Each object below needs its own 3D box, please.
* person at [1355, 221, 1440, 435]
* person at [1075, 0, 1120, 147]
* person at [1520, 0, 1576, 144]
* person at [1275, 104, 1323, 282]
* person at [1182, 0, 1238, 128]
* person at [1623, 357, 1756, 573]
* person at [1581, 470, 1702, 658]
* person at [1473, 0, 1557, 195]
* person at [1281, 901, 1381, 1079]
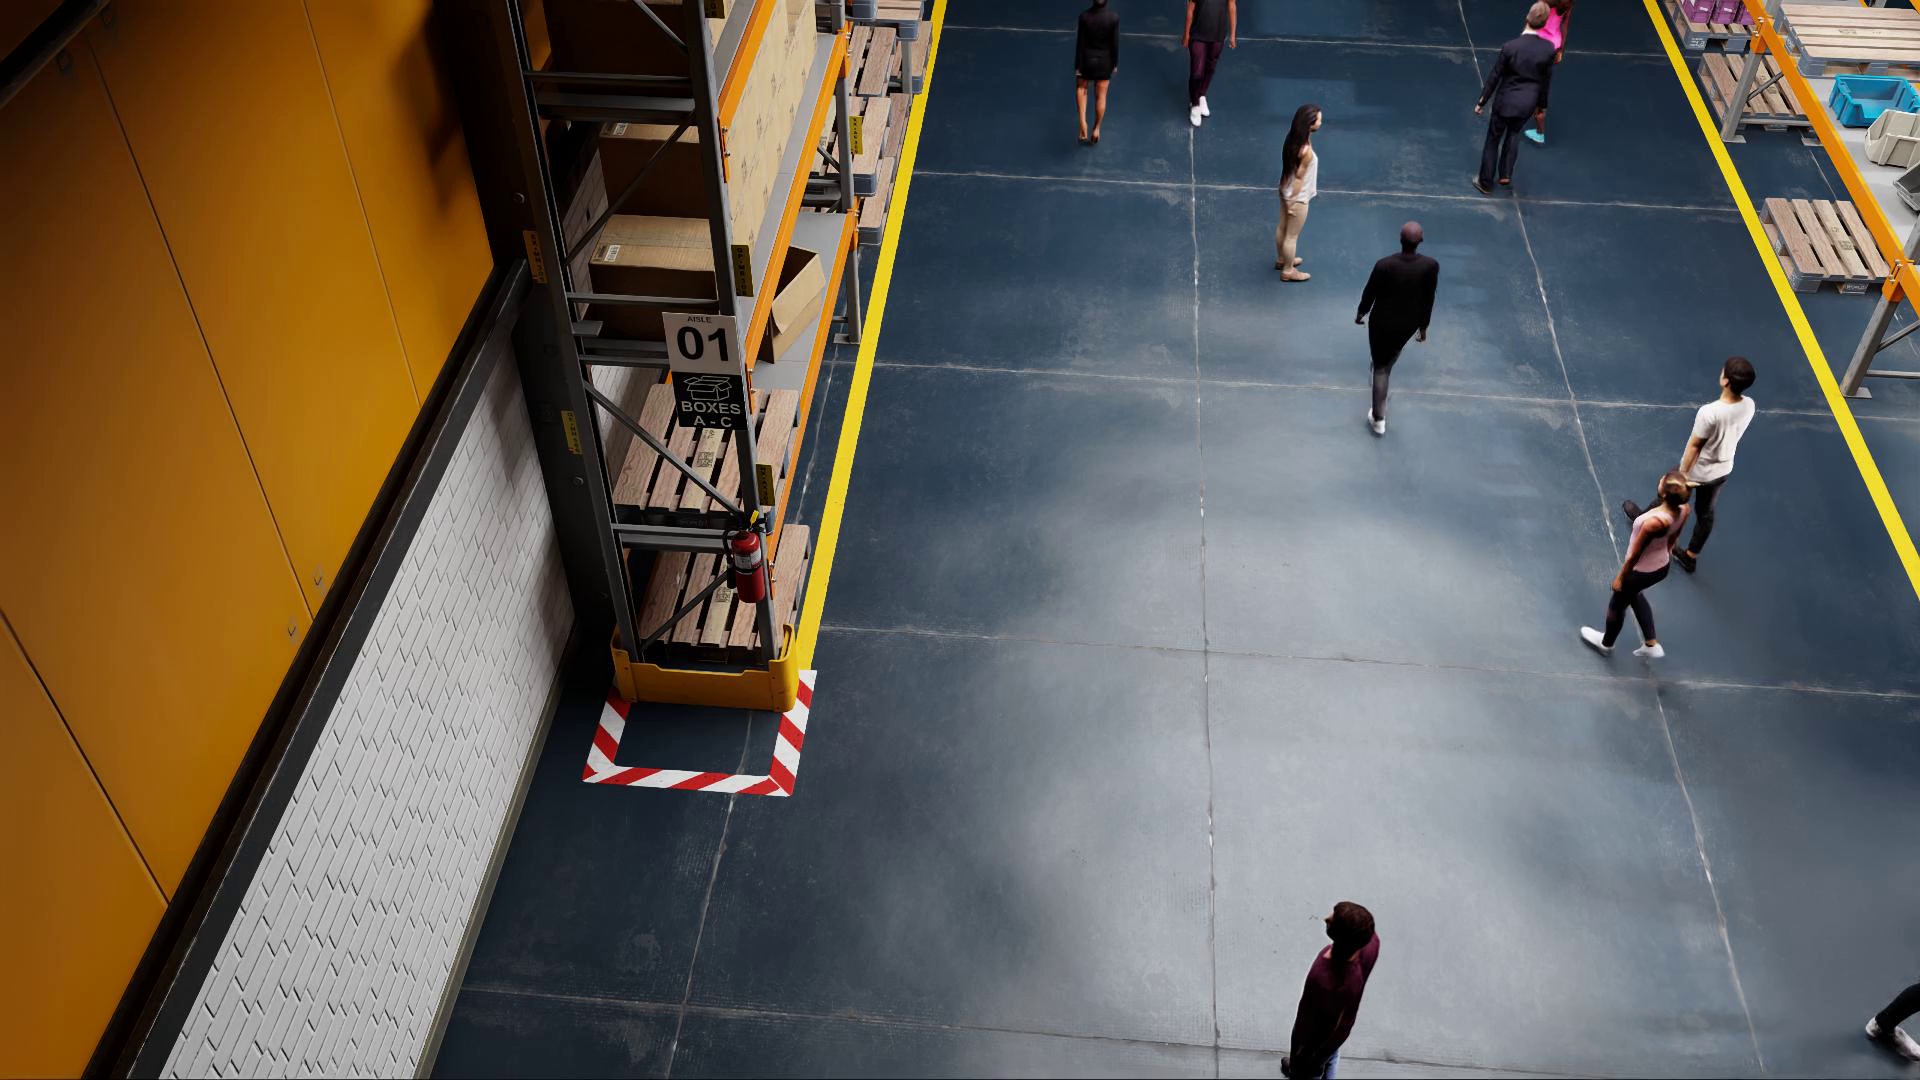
[{"bbox_3d":[3.296,-1.563,12.594,0.745,1.726,1.095,-1,44,-1],"label":"person"},{"bbox_3d":[1.280,-4.431,15.671,0.543,1.634,0.628,3,44,4],"label":"person"},{"bbox_3d":[5.588,-4.614,15.836,0.875,1.671,1.207,-12,45,-12],"label":"person"},{"bbox_3d":[2.827,-2.940,14.093,0.673,1.652,0.610,-26,50,-25],"label":"person"},{"bbox_3d":[2.388,-4.979,16.151,0.753,1.766,0.806,-10,44,-10],"label":"person"},{"bbox_3d":[5.185,-0.472,11.469,0.892,1.698,1.060,-13,45,-13],"label":"person"},{"bbox_3d":[4.490,0.234,10.776,0.796,1.632,0.885,-23,48,-23],"label":"person"},{"bbox_3d":[5.045,-3.938,15.035,0.815,1.796,0.717,-3,44,-3],"label":"person"},{"bbox_3d":[1.840,2.390,8.351,0.795,1.854,0.649,21,47,21],"label":"person"}]
